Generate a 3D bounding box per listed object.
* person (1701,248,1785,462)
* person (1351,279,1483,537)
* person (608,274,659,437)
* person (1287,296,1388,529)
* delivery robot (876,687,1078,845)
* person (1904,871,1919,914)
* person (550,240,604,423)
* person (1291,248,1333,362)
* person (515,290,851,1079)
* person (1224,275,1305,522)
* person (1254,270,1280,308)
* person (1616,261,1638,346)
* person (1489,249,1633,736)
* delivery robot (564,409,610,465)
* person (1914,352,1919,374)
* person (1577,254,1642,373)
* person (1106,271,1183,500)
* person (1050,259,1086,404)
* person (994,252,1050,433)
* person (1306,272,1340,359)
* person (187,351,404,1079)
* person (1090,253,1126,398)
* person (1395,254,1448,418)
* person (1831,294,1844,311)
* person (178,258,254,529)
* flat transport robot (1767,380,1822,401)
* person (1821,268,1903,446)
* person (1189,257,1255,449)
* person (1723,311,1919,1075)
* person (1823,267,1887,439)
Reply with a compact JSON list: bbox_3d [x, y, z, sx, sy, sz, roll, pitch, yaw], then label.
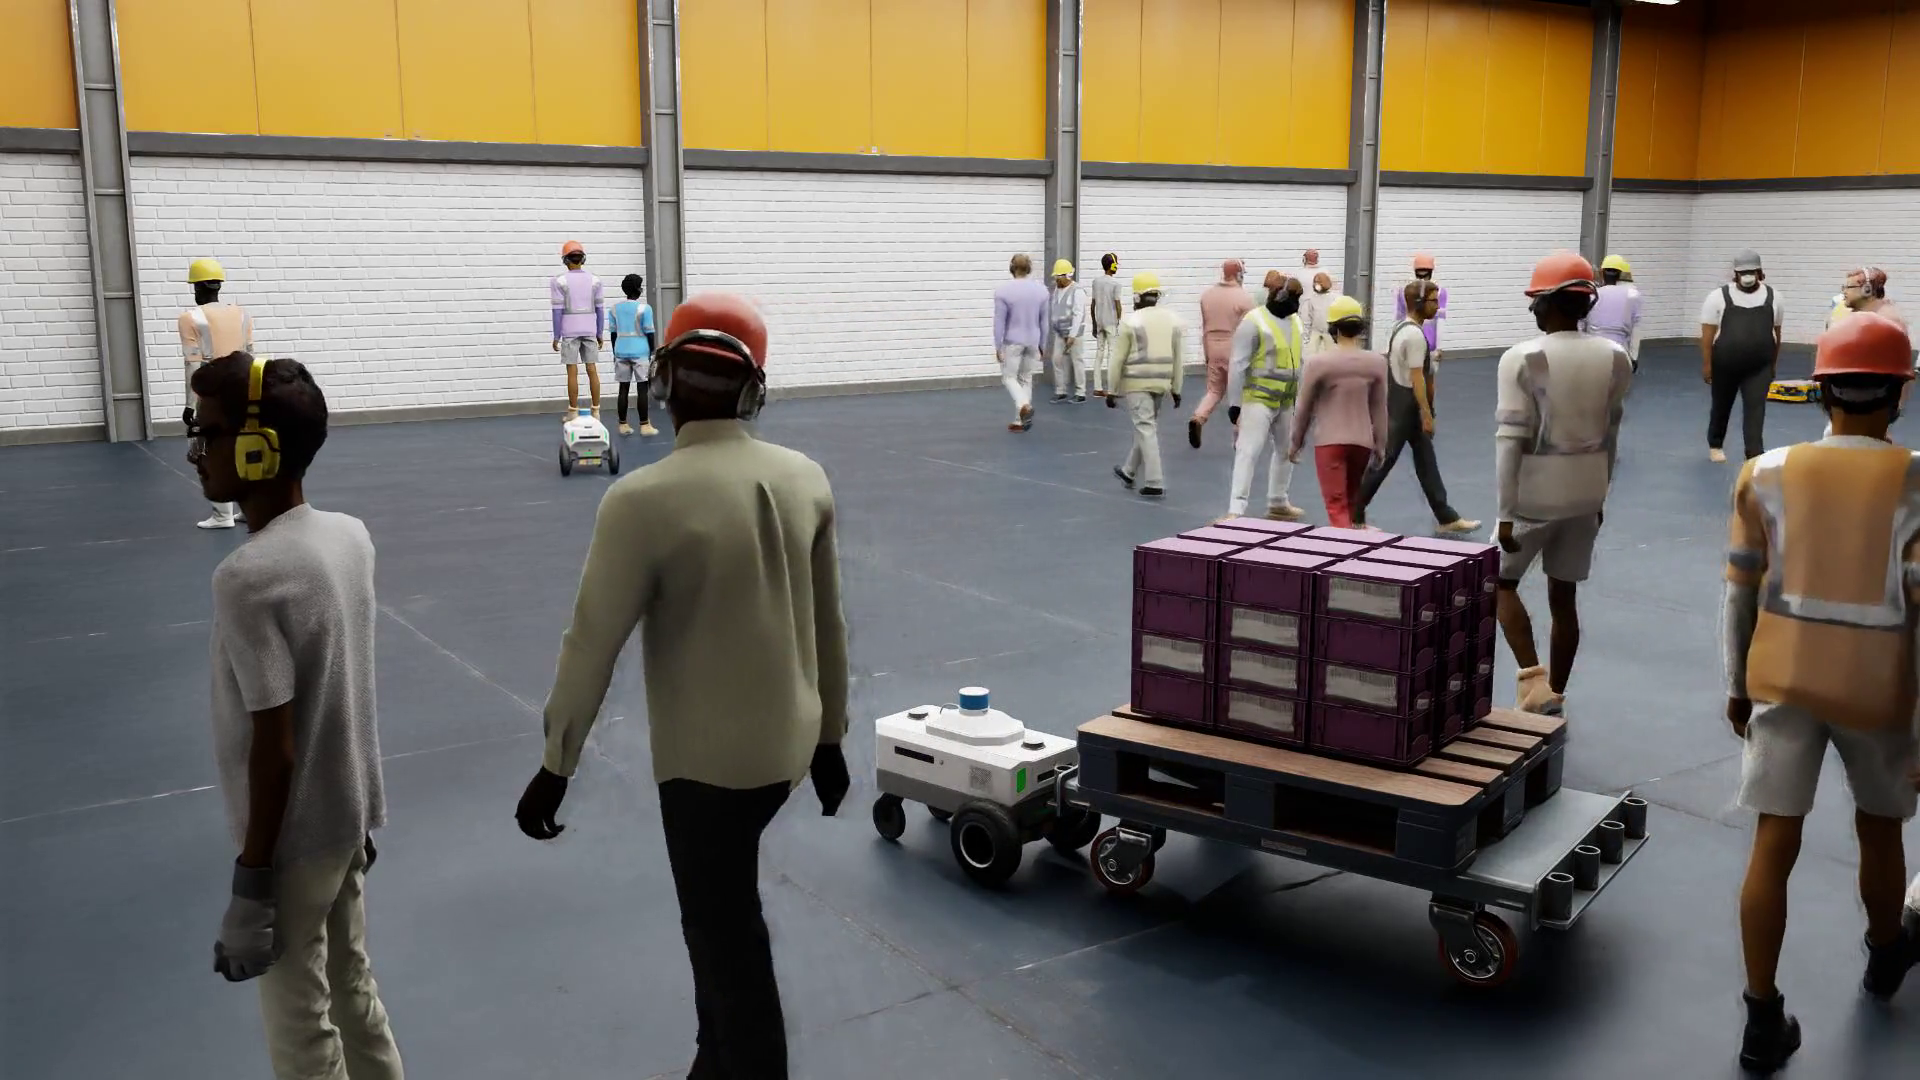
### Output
[{"bbox_3d":[7.037,-1.668,15.017,0.680,2.000,1.046,3,11,16],"label":"person"},{"bbox_3d":[3.103,-0.886,11.422,0.986,1.791,0.540,2,11,11],"label":"person"},{"bbox_3d":[-3.409,-1.927,17.376,0.540,1.695,0.318,4,11,21],"label":"person"},{"bbox_3d":[2.210,-0.567,9.849,0.532,1.729,0.853,-3,11,-15],"label":"person"},{"bbox_3d":[0.046,0.741,5.627,0.707,0.478,0.477,9,14,41],"label":"delivery robot"},{"bbox_3d":[2.882,0.479,4.456,0.508,1.594,0.875,2,10,9],"label":"person"},{"bbox_3d":[-4.260,-2.307,18.521,0.607,2.041,0.377,-7,12,-33],"label":"person"},{"bbox_3d":[4.994,-3.206,23.813,0.639,1.910,0.406,-2,11,-12],"label":"person"},{"bbox_3d":[-0.582,0.457,3.577,0.688,1.954,0.648,6,12,30],"label":"person"},{"bbox_3d":[2.197,-0.992,11.995,0.878,1.805,0.432,-9,14,-41],"label":"person"},{"bbox_3d":[4.207,-2.822,22.460,0.500,1.633,0.285,2,10,10],"label":"person"},{"bbox_3d":[9.389,-3.109,23.755,0.493,1.730,0.513,6,12,29],"label":"person"},{"bbox_3d":[2.442,-0.177,6.887,0.614,2.023,0.411,-2,11,-11],"label":"person"},{"bbox_3d":[-3.311,-0.919,14.729,0.477,0.478,0.707,-3,11,-17],"label":"delivery robot"},{"bbox_3d":[14.914,-3.303,25.243,0.891,1.578,0.497,-4,11,-20],"label":"person"},{"bbox_3d":[6.317,-1.836,16.301,0.616,1.902,0.444,2,11,13],"label":"person"},{"bbox_3d":[1.415,-1.251,13.389,0.621,1.792,0.873,-6,12,-31],"label":"person"},{"bbox_3d":[1.346,-2.592,20.754,0.464,1.804,0.608,-7,13,-35],"label":"person"},{"bbox_3d":[0.661,-2.048,17.439,0.633,1.921,0.690,-4,11,-21],"label":"person"},{"bbox_3d":[4.752,-2.694,21.818,0.517,1.609,0.518,7,13,34],"label":"person"},{"bbox_3d":[-1.262,0.581,3.153,0.315,1.871,0.534,0,10,2],"label":"person"},{"bbox_3d":[1.912,-2.771,21.533,0.336,1.873,0.521,-9,14,-42],"label":"person"},{"bbox_3d":[4.992,-2.136,18.018,0.554,1.875,1.016,5,11,24],"label":"person"},{"bbox_3d":[10.875,-2.431,20.313,0.515,1.636,0.314,3,11,18],"label":"person"},{"bbox_3d":[-5.303,-1.037,11.869,0.382,1.924,0.594,5,11,25],"label":"person"},{"bbox_3d":[10.873,-1.921,21.260,1.431,0.197,0.652,-4,11,-21],"label":"flat transport robot"},{"bbox_3d":[6.760,-1.092,12.407,1.010,1.855,0.654,1,10,7],"label":"person"},{"bbox_3d":[2.578,-1.795,16.154,0.656,1.885,0.744,10,14,44],"label":"person"},{"bbox_3d":[2.283,0.366,4.307,0.566,1.880,0.973,8,13,38],"label":"person"},{"bbox_3d":[7.017,-1.200,12.998,0.430,1.845,0.623,-1,10,-4],"label":"person"}]
